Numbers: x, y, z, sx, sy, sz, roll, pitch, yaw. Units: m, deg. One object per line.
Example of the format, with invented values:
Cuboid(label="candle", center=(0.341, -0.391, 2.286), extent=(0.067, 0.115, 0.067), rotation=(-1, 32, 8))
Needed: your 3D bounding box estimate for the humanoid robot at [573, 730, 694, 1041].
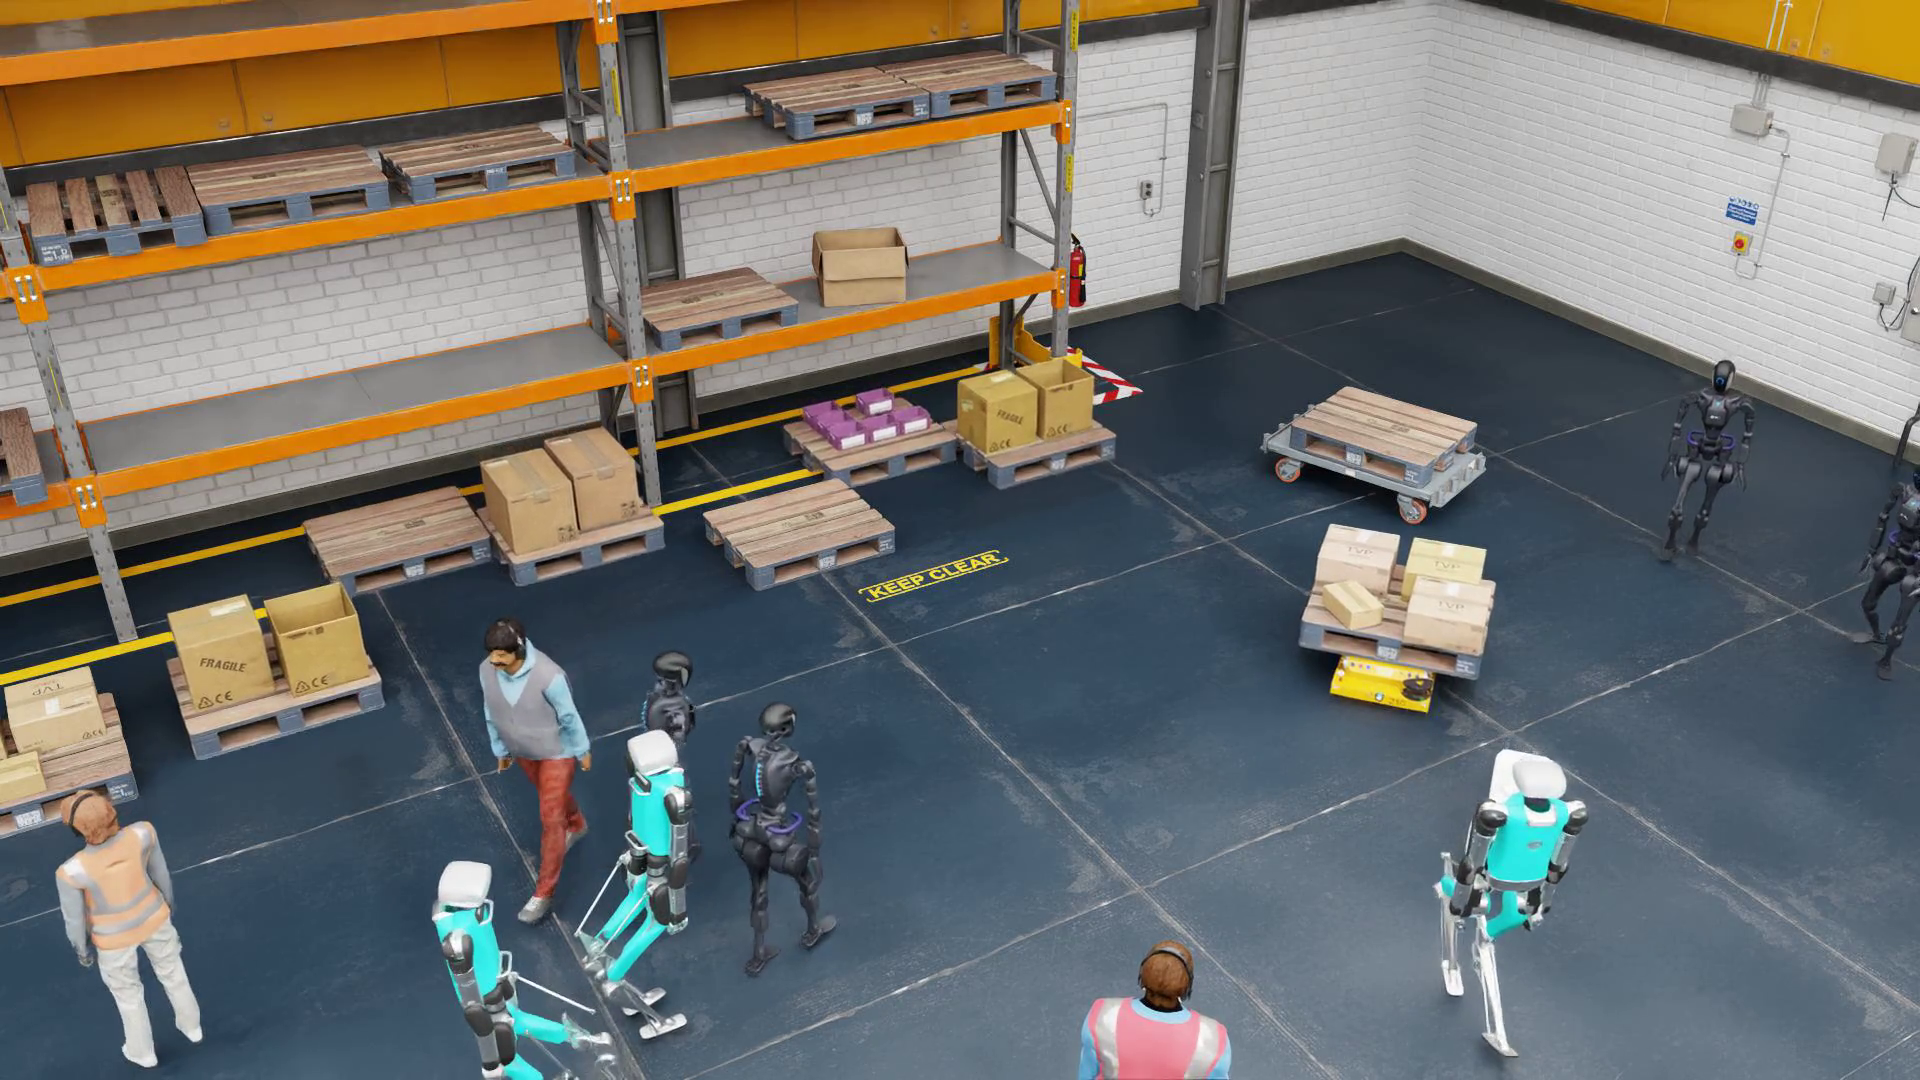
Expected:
Cuboid(label="humanoid robot", center=(-1.663, 1.776, 8.258), extent=(0.732, 1.713, 0.530), rotation=(-20, 35, -32))

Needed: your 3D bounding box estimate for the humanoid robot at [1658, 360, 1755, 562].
Cuboid(label="humanoid robot", center=(5.655, -0.578, 12.577), extent=(0.608, 1.641, 0.554), rotation=(13, 32, 22))

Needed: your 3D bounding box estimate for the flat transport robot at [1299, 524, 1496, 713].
Cuboid(label="flat transport robot", center=(3.063, 0.703, 11.729), extent=(0.659, 0.231, 1.431), rotation=(10, 31, 18))

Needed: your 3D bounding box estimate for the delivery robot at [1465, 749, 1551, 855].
Cuboid(label="delivery robot", center=(3.305, 1.607, 9.858), extent=(0.499, 0.613, 0.807), rotation=(10, 31, 18))

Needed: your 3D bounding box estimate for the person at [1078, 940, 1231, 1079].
Cuboid(label="person", center=(0.813, 2.444, 7.066), extent=(0.633, 1.830, 0.430), rotation=(6, 30, 11))

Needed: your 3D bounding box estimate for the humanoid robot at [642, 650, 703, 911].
Cuboid(label="humanoid robot", center=(-1.612, 1.320, 9.230), extent=(0.378, 1.643, 0.616), rotation=(-12, 32, -21))

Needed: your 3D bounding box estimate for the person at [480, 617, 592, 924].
Cuboid(label="person", center=(-2.399, 1.201, 9.255), extent=(0.552, 1.784, 0.993), rotation=(11, 31, 18))

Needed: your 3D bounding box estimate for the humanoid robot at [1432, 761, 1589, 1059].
Cuboid(label="humanoid robot", center=(2.690, 1.734, 8.416), extent=(0.543, 1.754, 0.932), rotation=(-2, 30, -4))

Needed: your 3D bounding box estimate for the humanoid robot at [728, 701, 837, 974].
Cuboid(label="humanoid robot", center=(-0.969, 1.537, 8.838), extent=(0.615, 1.640, 0.580), rotation=(15, 33, 25))

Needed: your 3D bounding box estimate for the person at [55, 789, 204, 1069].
Cuboid(label="person", center=(-4.091, 1.914, 8.197), extent=(0.319, 1.635, 0.533), rotation=(22, 36, 33))

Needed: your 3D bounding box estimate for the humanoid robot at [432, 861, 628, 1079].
Cuboid(label="humanoid robot", center=(-1.846, 2.180, 7.653), extent=(0.991, 1.778, 0.538), rotation=(-5, 30, -9))

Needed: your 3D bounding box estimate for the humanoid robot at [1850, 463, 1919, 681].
Cuboid(label="humanoid robot", center=(6.443, 0.160, 11.267), extent=(0.471, 1.646, 0.606), rotation=(-11, 31, -19))
